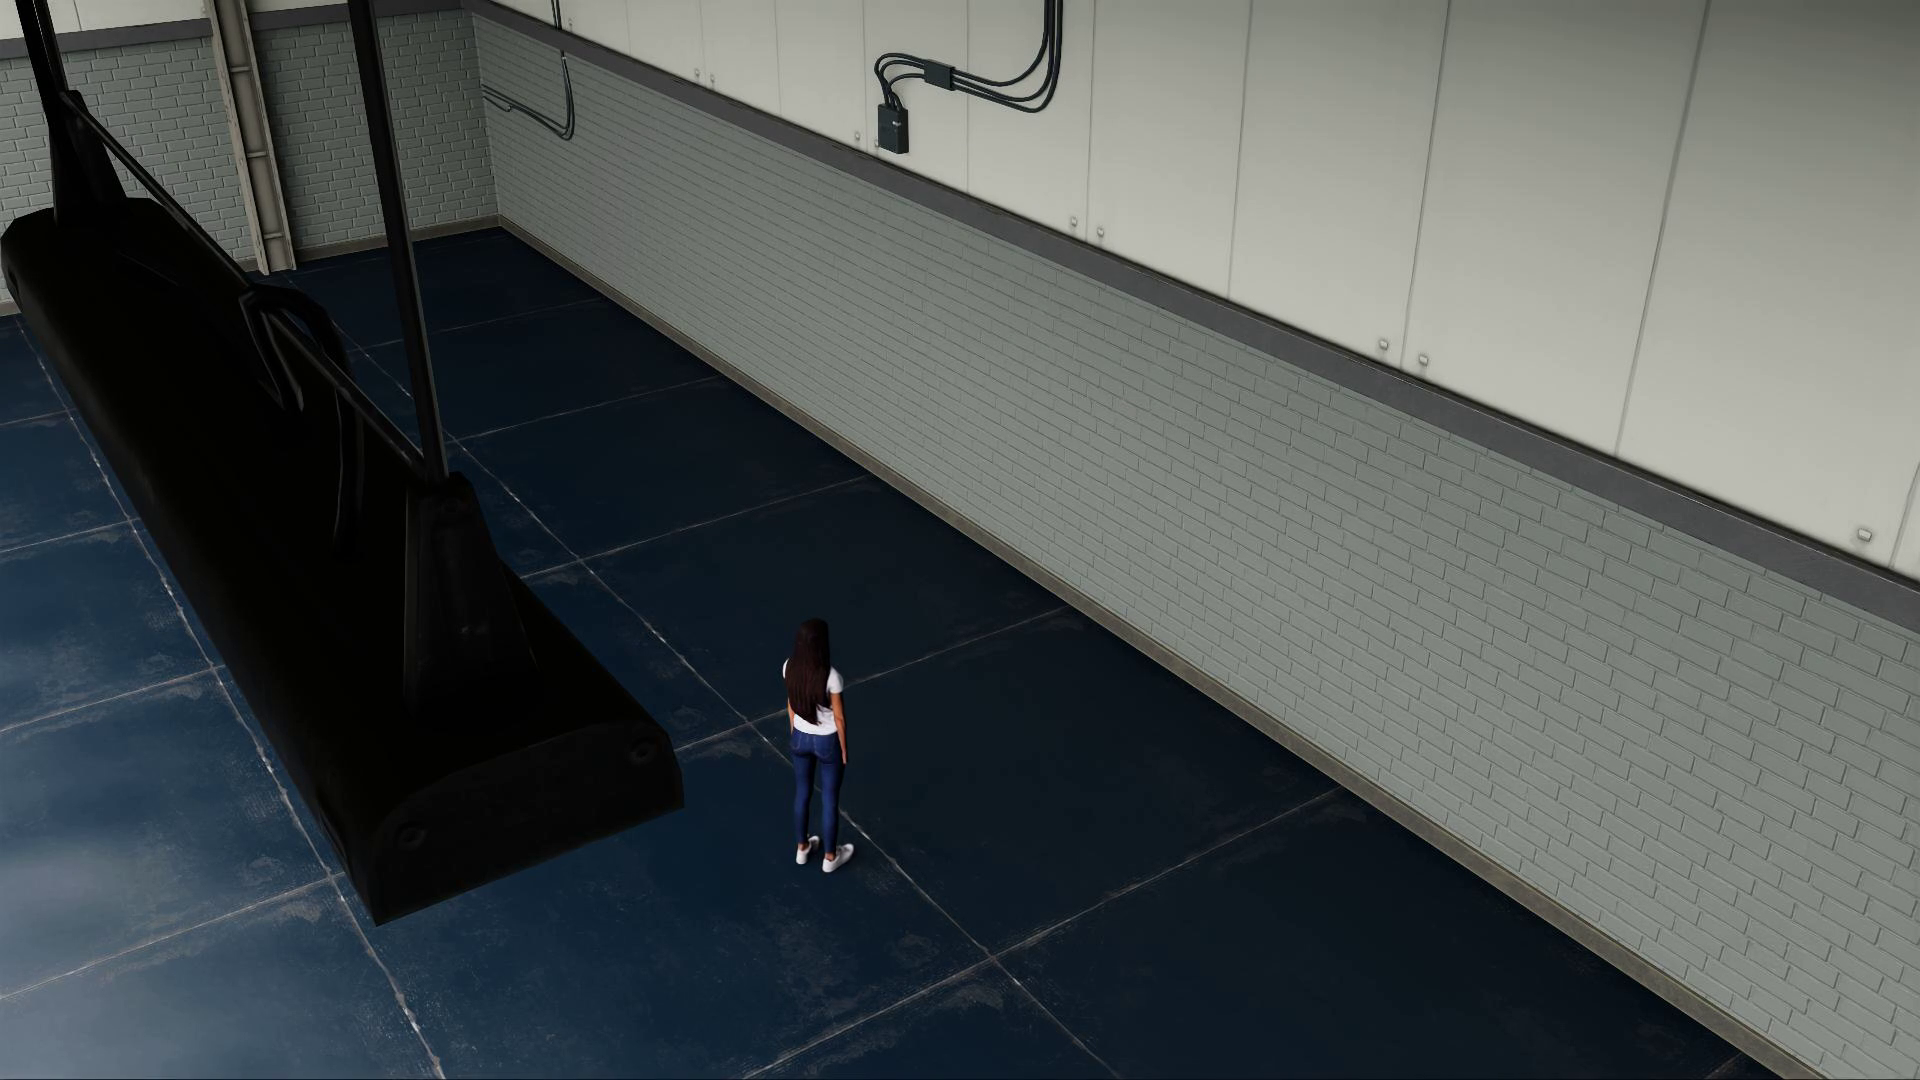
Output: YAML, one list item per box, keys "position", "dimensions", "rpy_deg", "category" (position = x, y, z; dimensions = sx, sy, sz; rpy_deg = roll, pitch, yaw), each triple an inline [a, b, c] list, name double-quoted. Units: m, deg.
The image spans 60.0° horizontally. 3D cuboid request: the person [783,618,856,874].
- position: [-0.886, 1.268, 10.268]
  dimensions: [0.655, 1.774, 0.654]
  rpy_deg: [14, 31, 24]
  category: "person"
